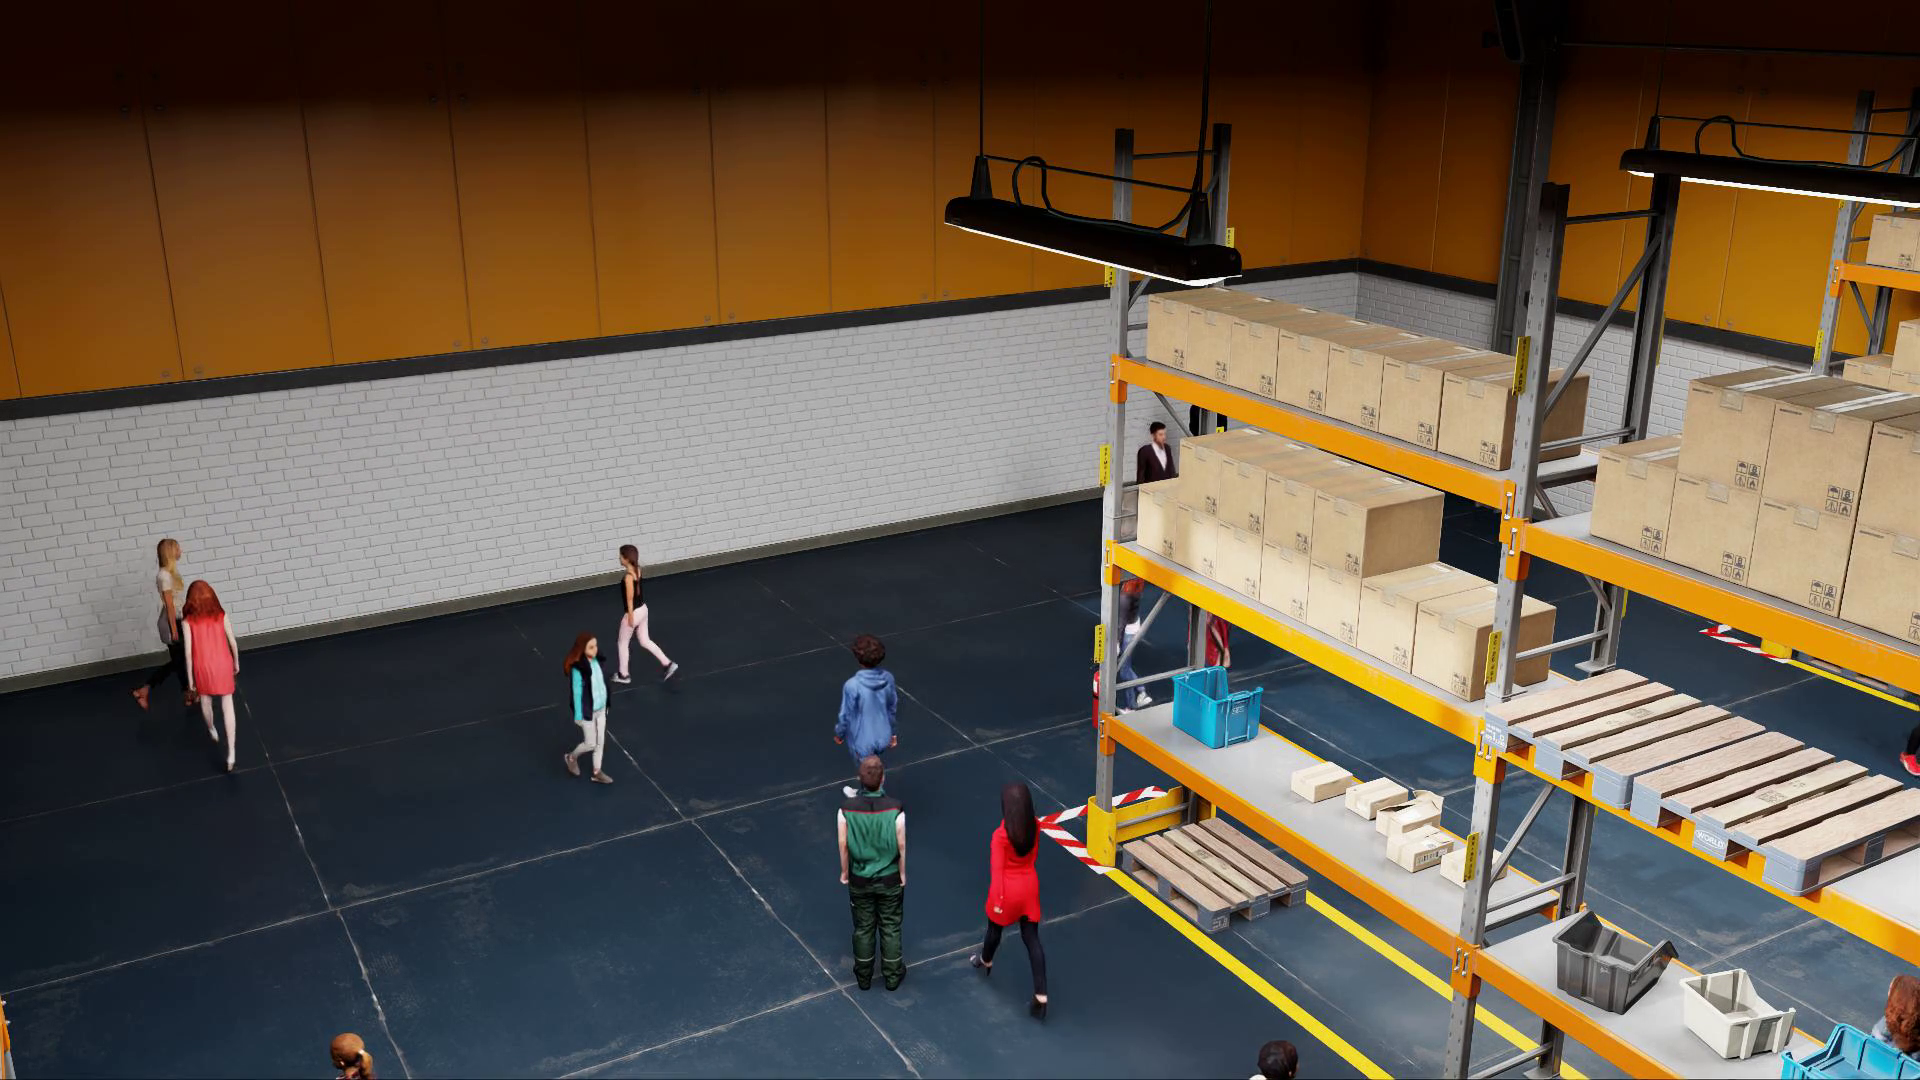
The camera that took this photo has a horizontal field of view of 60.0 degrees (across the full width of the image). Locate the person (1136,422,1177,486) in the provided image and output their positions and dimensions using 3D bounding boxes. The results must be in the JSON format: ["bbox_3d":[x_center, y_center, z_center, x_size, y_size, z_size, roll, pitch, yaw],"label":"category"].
[{"bbox_3d":[2.407,-0.597,20.938,0.799,1.832,1.217,-14,23,-36],"label":"person"}]

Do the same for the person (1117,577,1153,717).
[{"bbox_3d":[1.737,0.966,16.381,0.841,1.779,0.780,5,19,16],"label":"person"}]

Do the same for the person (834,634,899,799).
[{"bbox_3d":[-0.729,1.717,14.168,0.802,1.768,1.142,-15,24,-37],"label":"person"}]

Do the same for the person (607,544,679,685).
[{"bbox_3d":[-3.314,0.780,17.305,1.003,1.542,0.927,5,19,16],"label":"person"}]

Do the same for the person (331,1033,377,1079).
[{"bbox_3d":[-3.510,3.459,9.722,0.683,1.305,0.615,4,19,11],"label":"person"}]

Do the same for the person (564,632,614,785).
[{"bbox_3d":[-3.425,1.520,15.189,0.829,1.491,0.756,8,20,22],"label":"person"}]

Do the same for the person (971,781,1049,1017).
[{"bbox_3d":[0.449,2.564,11.770,0.715,1.693,1.107,-13,23,-34],"label":"person"}]

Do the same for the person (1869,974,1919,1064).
[{"bbox_3d":[5.589,3.308,9.946,0.553,1.447,0.964,-10,21,-27],"label":"person"}]

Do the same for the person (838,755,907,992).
[{"bbox_3d":[-0.613,2.405,12.015,0.739,1.839,0.762,1,19,2],"label":"person"}]

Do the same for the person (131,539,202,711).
[{"bbox_3d":[-7.946,0.880,16.589,0.717,1.809,0.885,-9,21,-26],"label":"person"}]

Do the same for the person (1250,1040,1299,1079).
[{"bbox_3d":[1.720,3.484,9.211,0.647,1.583,0.415,-10,21,-27],"label":"person"}]

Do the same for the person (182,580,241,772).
[{"bbox_3d":[-6.899,1.287,15.430,0.630,1.778,1.106,-11,22,-29],"label":"person"}]
